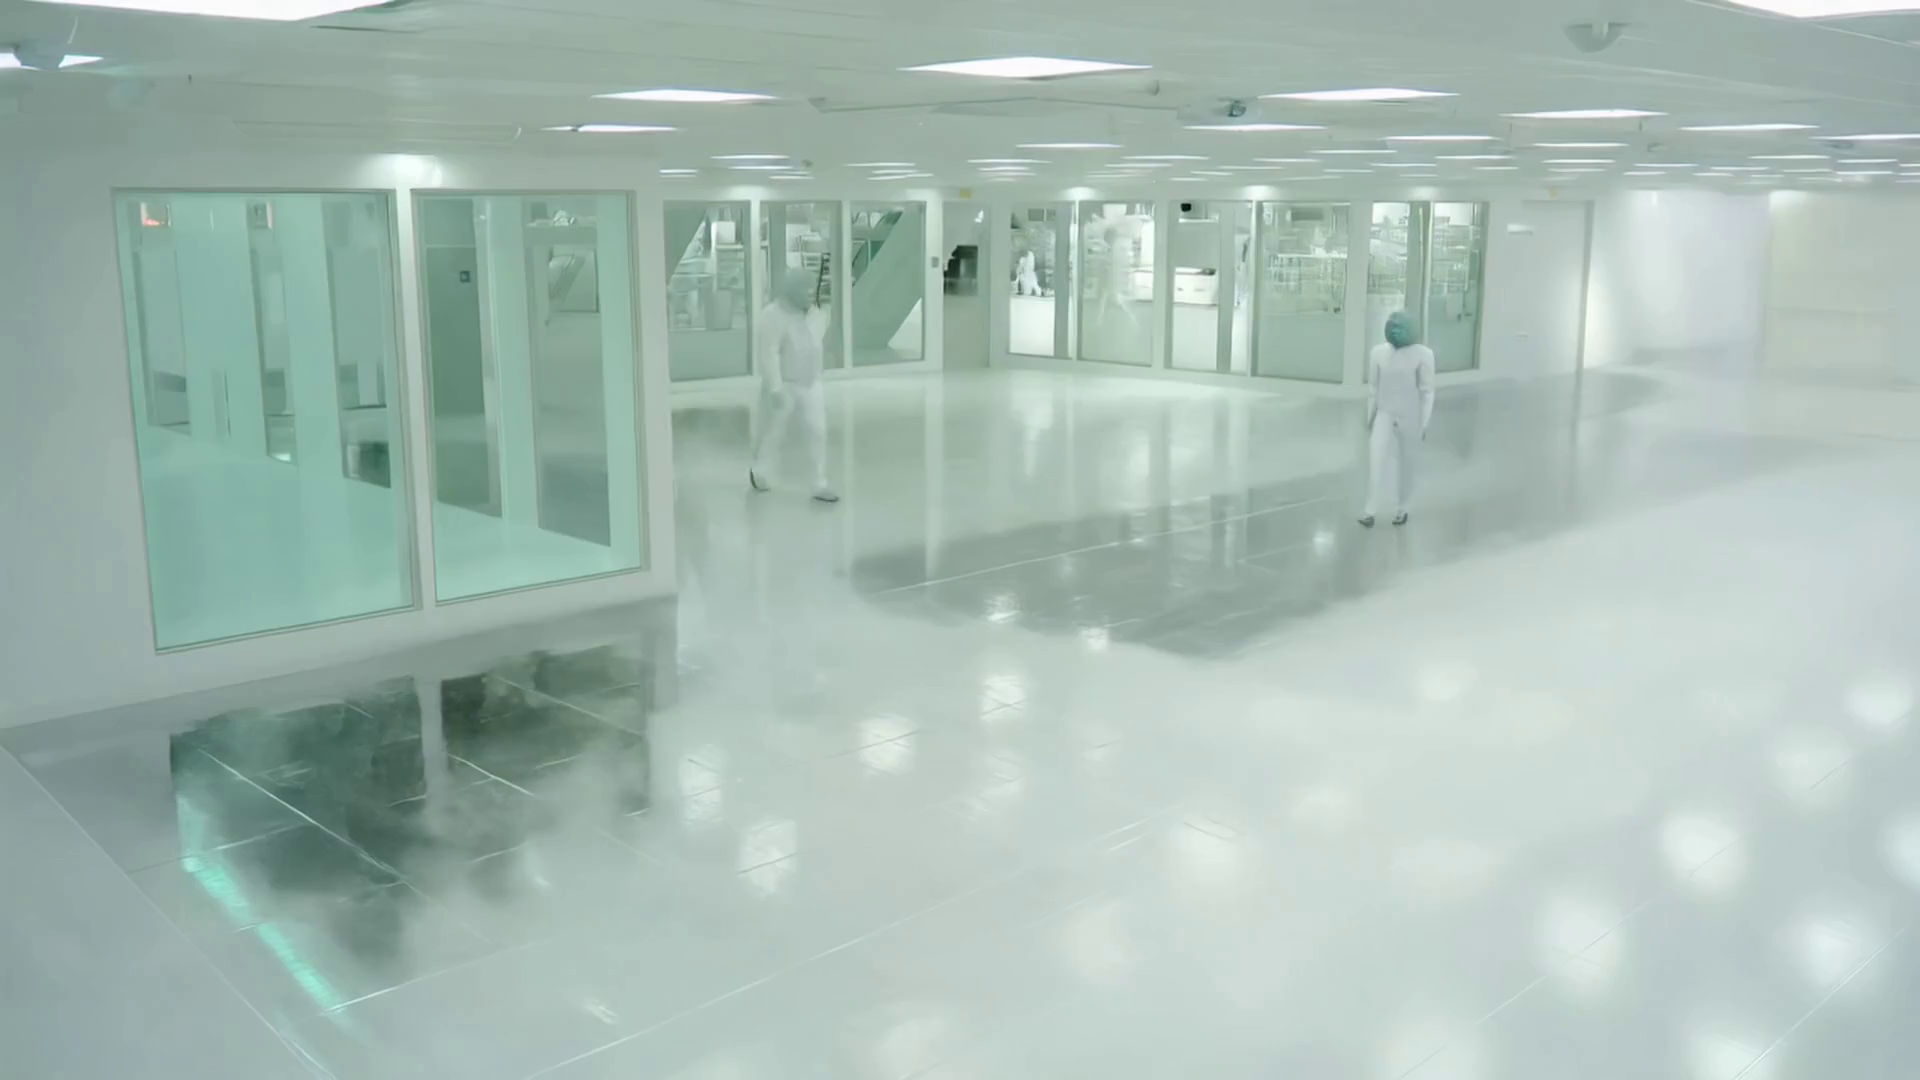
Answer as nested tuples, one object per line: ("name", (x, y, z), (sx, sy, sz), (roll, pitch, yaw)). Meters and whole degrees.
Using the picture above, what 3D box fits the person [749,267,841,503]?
("person", (-1.354, -1.257, 13.382), (0.653, 1.869, 0.967), (-10, 15, -40))

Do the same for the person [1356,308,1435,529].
("person", (3.126, -0.857, 11.987), (0.528, 1.600, 0.739), (7, 13, 32))
